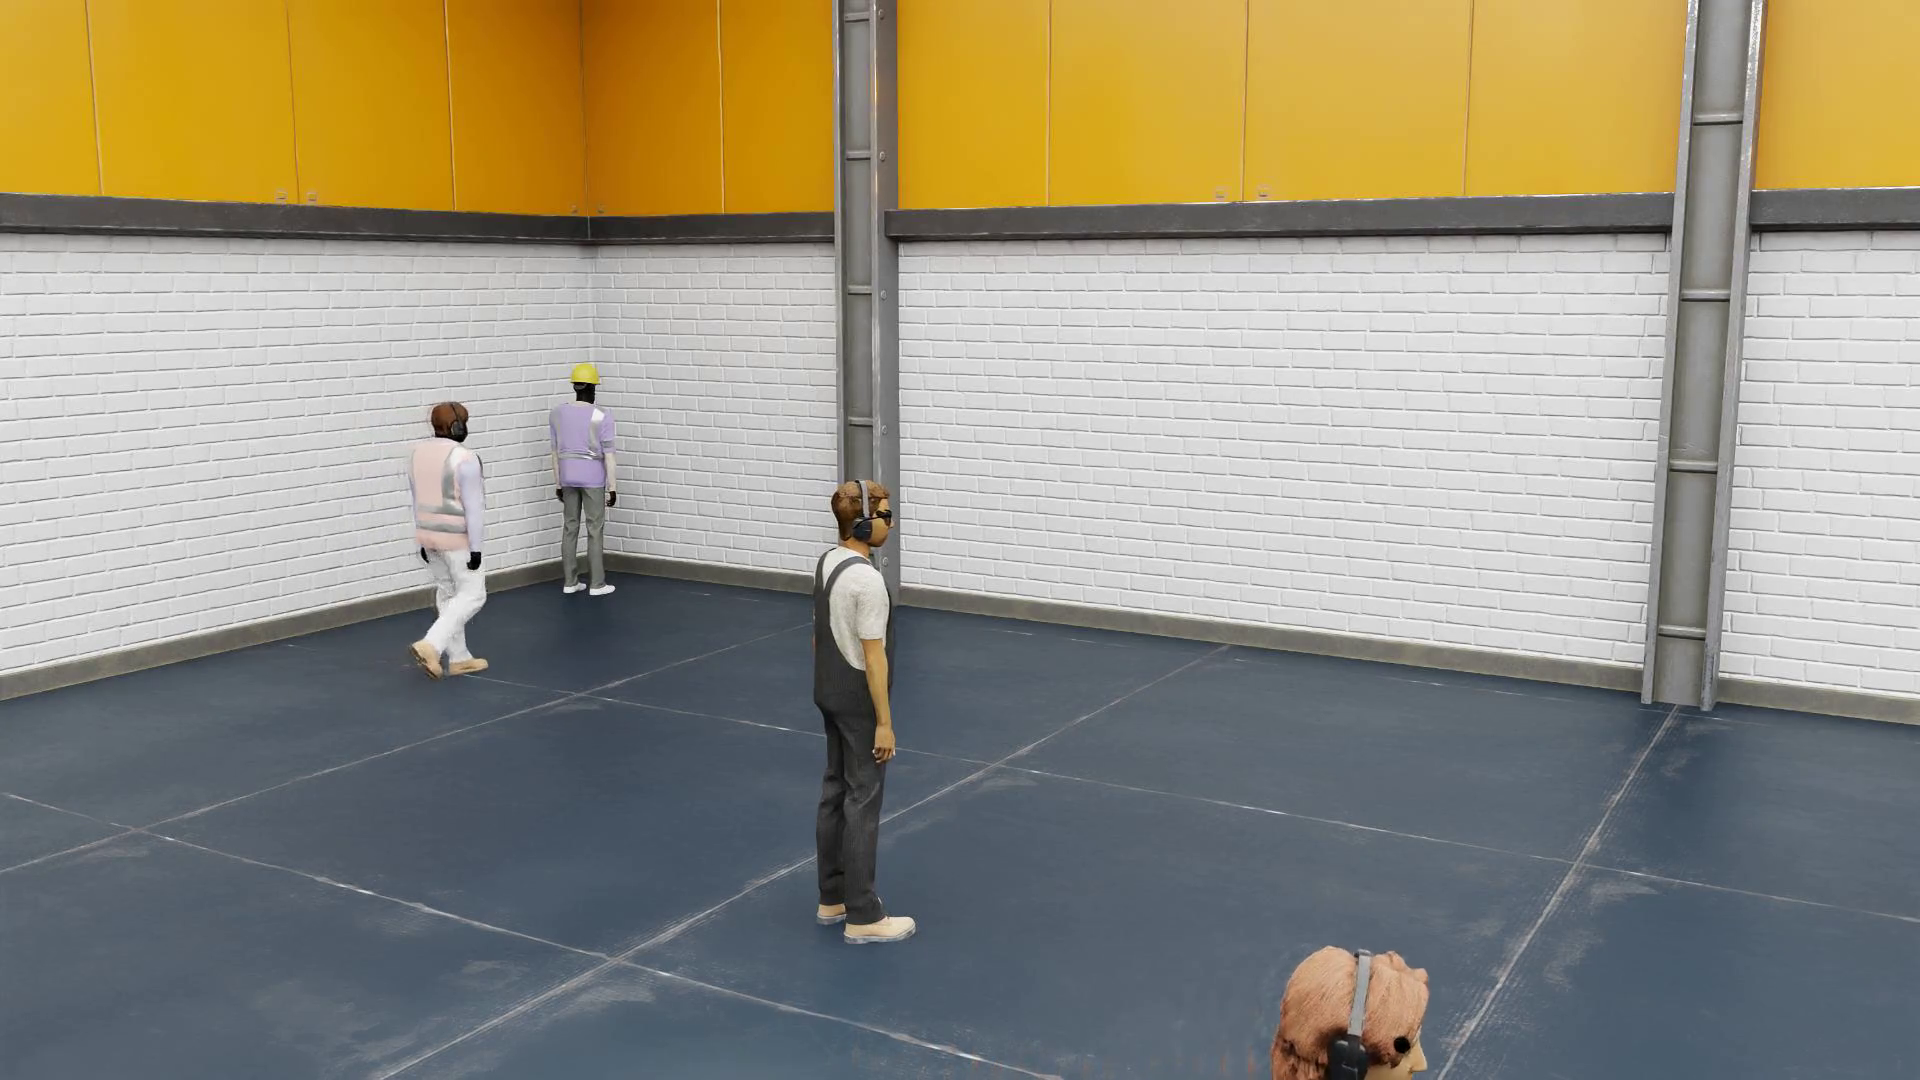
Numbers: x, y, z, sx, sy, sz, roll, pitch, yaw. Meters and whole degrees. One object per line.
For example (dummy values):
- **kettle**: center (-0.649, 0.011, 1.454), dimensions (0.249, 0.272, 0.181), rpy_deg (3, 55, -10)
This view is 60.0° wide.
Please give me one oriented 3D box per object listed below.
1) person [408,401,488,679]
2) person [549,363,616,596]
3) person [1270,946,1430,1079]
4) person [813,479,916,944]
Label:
- **person**: center (-3.346, 0.018, 10.779), dimensions (0.632, 1.830, 0.608), rpy_deg (6, 11, 33)
- **person**: center (-3.086, -0.494, 13.704), dimensions (0.581, 1.919, 0.390), rpy_deg (2, 9, 14)
- **person**: center (0.597, 1.422, 2.623), dimensions (0.488, 1.615, 0.544), rpy_deg (2, 9, 12)
- **person**: center (-0.405, 0.674, 6.620), dimensions (0.329, 1.844, 0.517), rpy_deg (-5, 10, -29)
